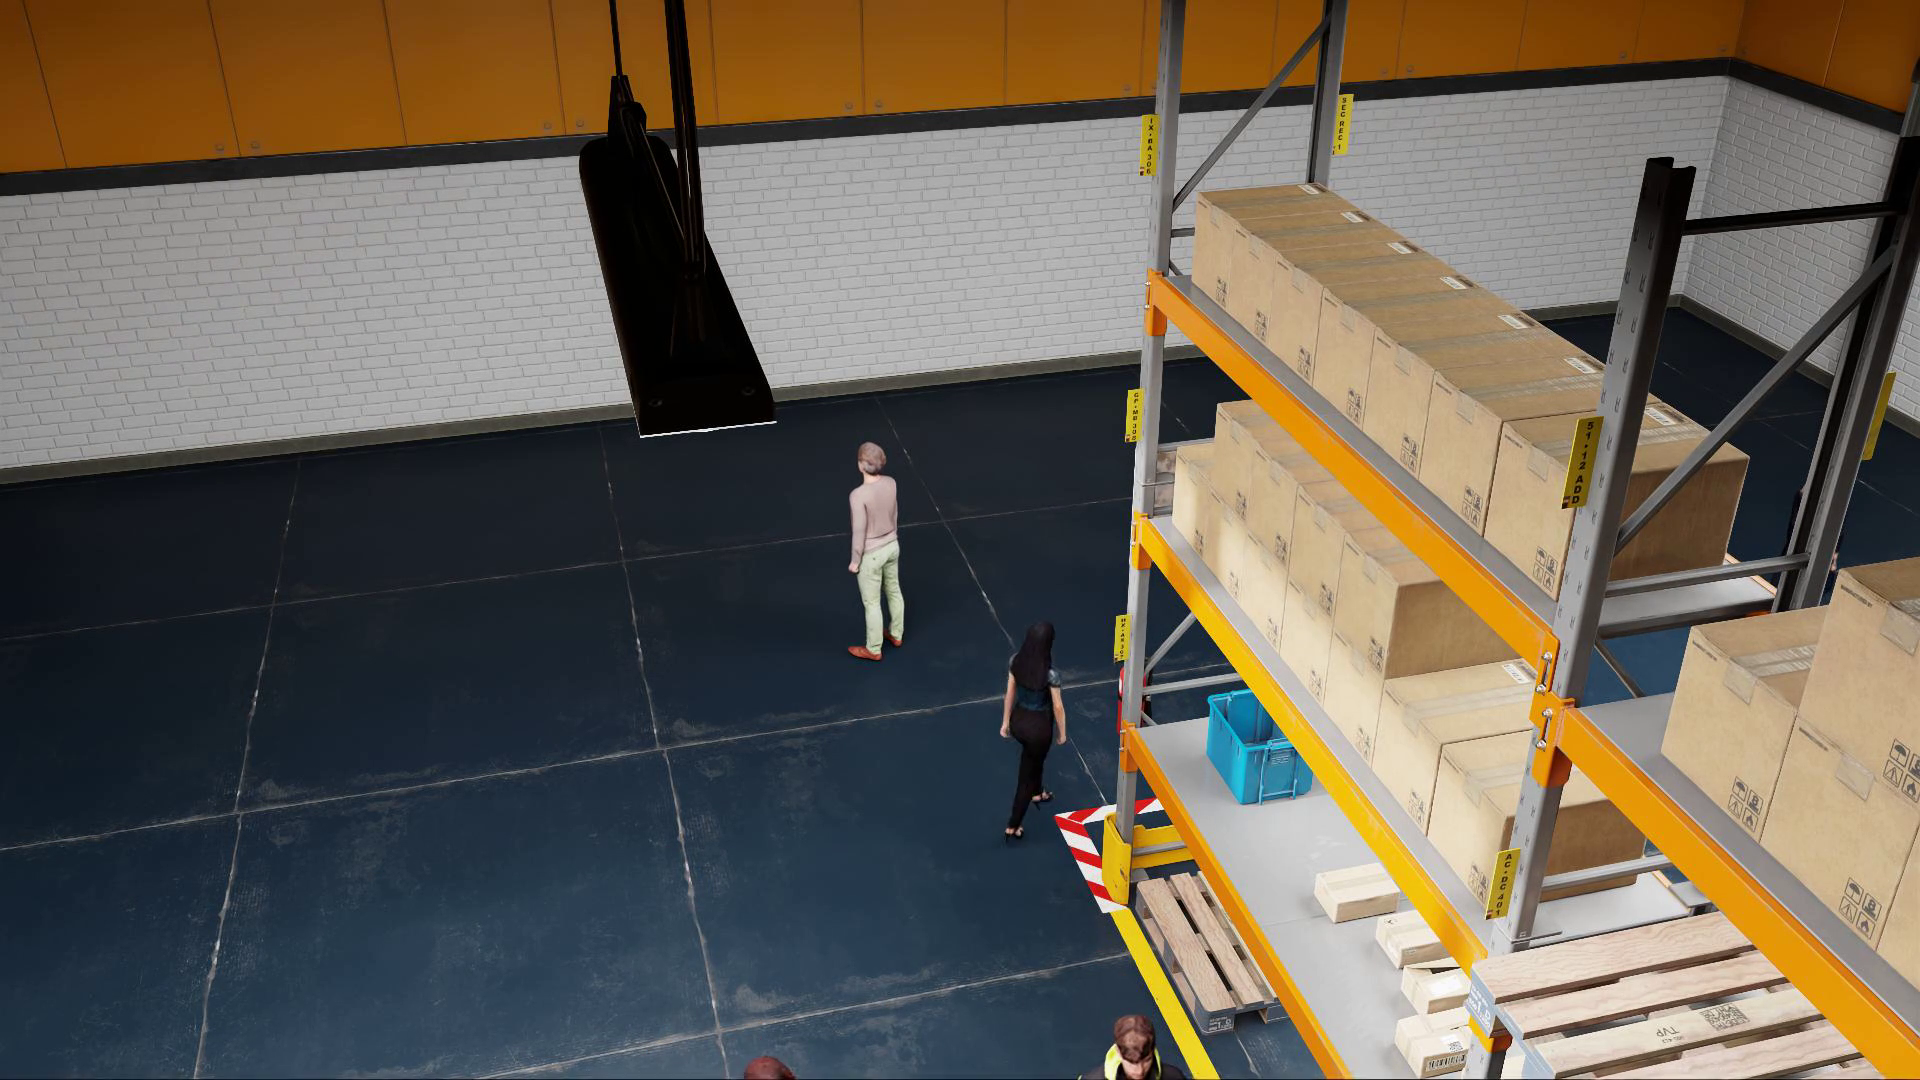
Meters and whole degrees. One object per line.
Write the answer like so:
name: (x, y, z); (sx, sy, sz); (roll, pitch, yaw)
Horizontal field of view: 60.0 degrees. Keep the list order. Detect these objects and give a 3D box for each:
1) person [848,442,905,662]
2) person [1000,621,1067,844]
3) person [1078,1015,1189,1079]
person: (-0.665, 0.096, 13.284); (0.803, 1.875, 0.779); (22, 36, 35)
person: (0.441, 1.340, 11.173); (0.897, 1.711, 0.930); (18, 33, 29)
person: (0.796, 2.980, 7.895); (0.786, 1.973, 0.679); (-6, 29, -11)
